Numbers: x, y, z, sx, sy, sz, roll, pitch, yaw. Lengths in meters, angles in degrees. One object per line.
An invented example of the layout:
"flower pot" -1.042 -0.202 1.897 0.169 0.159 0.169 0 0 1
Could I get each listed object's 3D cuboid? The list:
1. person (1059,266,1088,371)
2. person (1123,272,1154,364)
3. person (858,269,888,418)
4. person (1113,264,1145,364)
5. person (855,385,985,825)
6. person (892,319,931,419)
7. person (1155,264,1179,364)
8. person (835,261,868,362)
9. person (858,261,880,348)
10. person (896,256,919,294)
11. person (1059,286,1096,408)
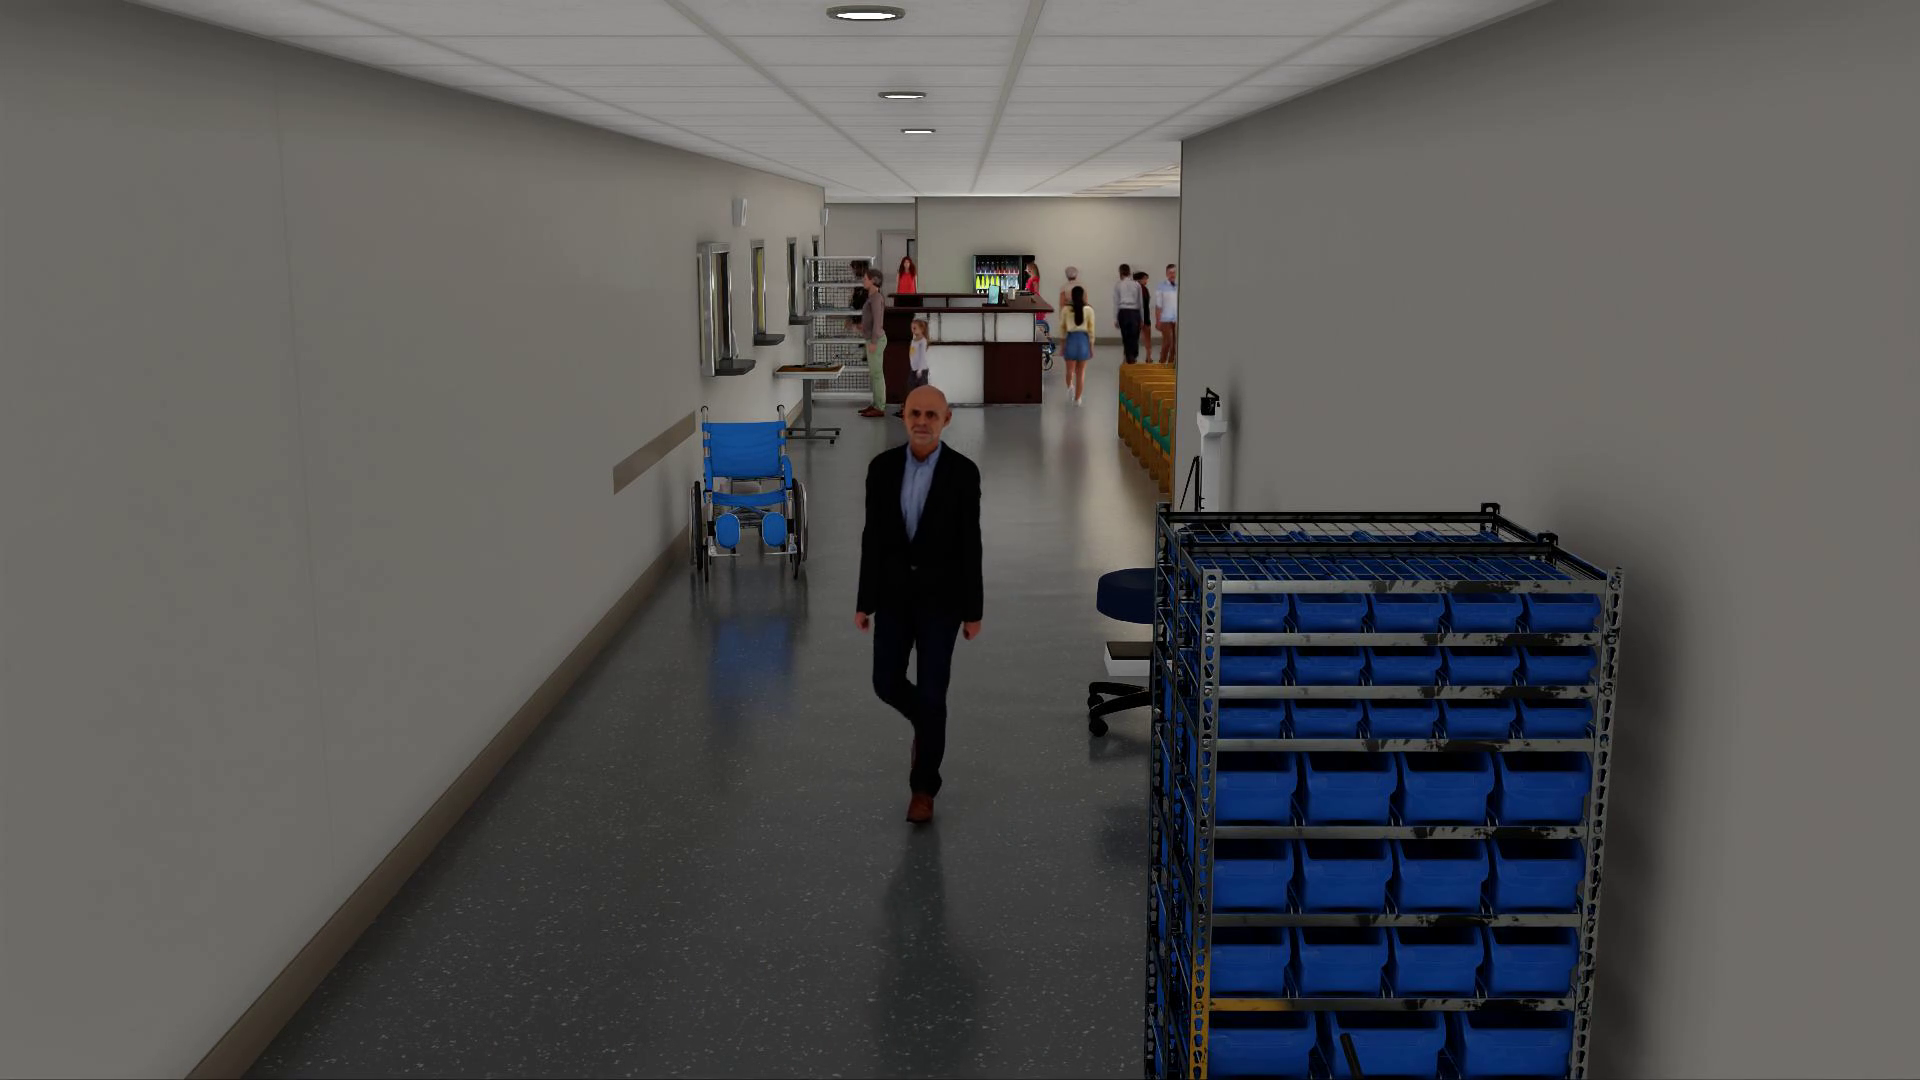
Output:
"person" 1.917 -3.684 27.852 0.842 1.720 0.711 0 11 1
"person" 3.049 -3.794 28.706 0.870 1.618 0.906 -9 14 -41
"person" -1.098 -2.542 21.414 0.641 1.876 0.706 -1 11 -8
"person" 2.808 -3.652 27.531 1.016 1.777 0.794 2 11 10
"person" -0.162 0.238 7.002 1.009 1.787 0.908 3 11 14
"person" -0.459 -2.143 20.953 0.816 1.265 0.708 -7 13 -32
"person" 3.375 -3.550 26.918 0.724 1.805 0.861 -4 12 -21
"person" -1.758 -4.077 29.679 0.924 1.811 0.623 0 11 2
"person" -1.800 -4.758 33.254 0.946 1.815 0.995 -8 13 -35
"person" -1.045 -4.636 32.584 0.476 1.827 0.669 -1 11 -6
"person" 1.565 -2.574 22.281 0.869 1.615 0.743 1 11 5
